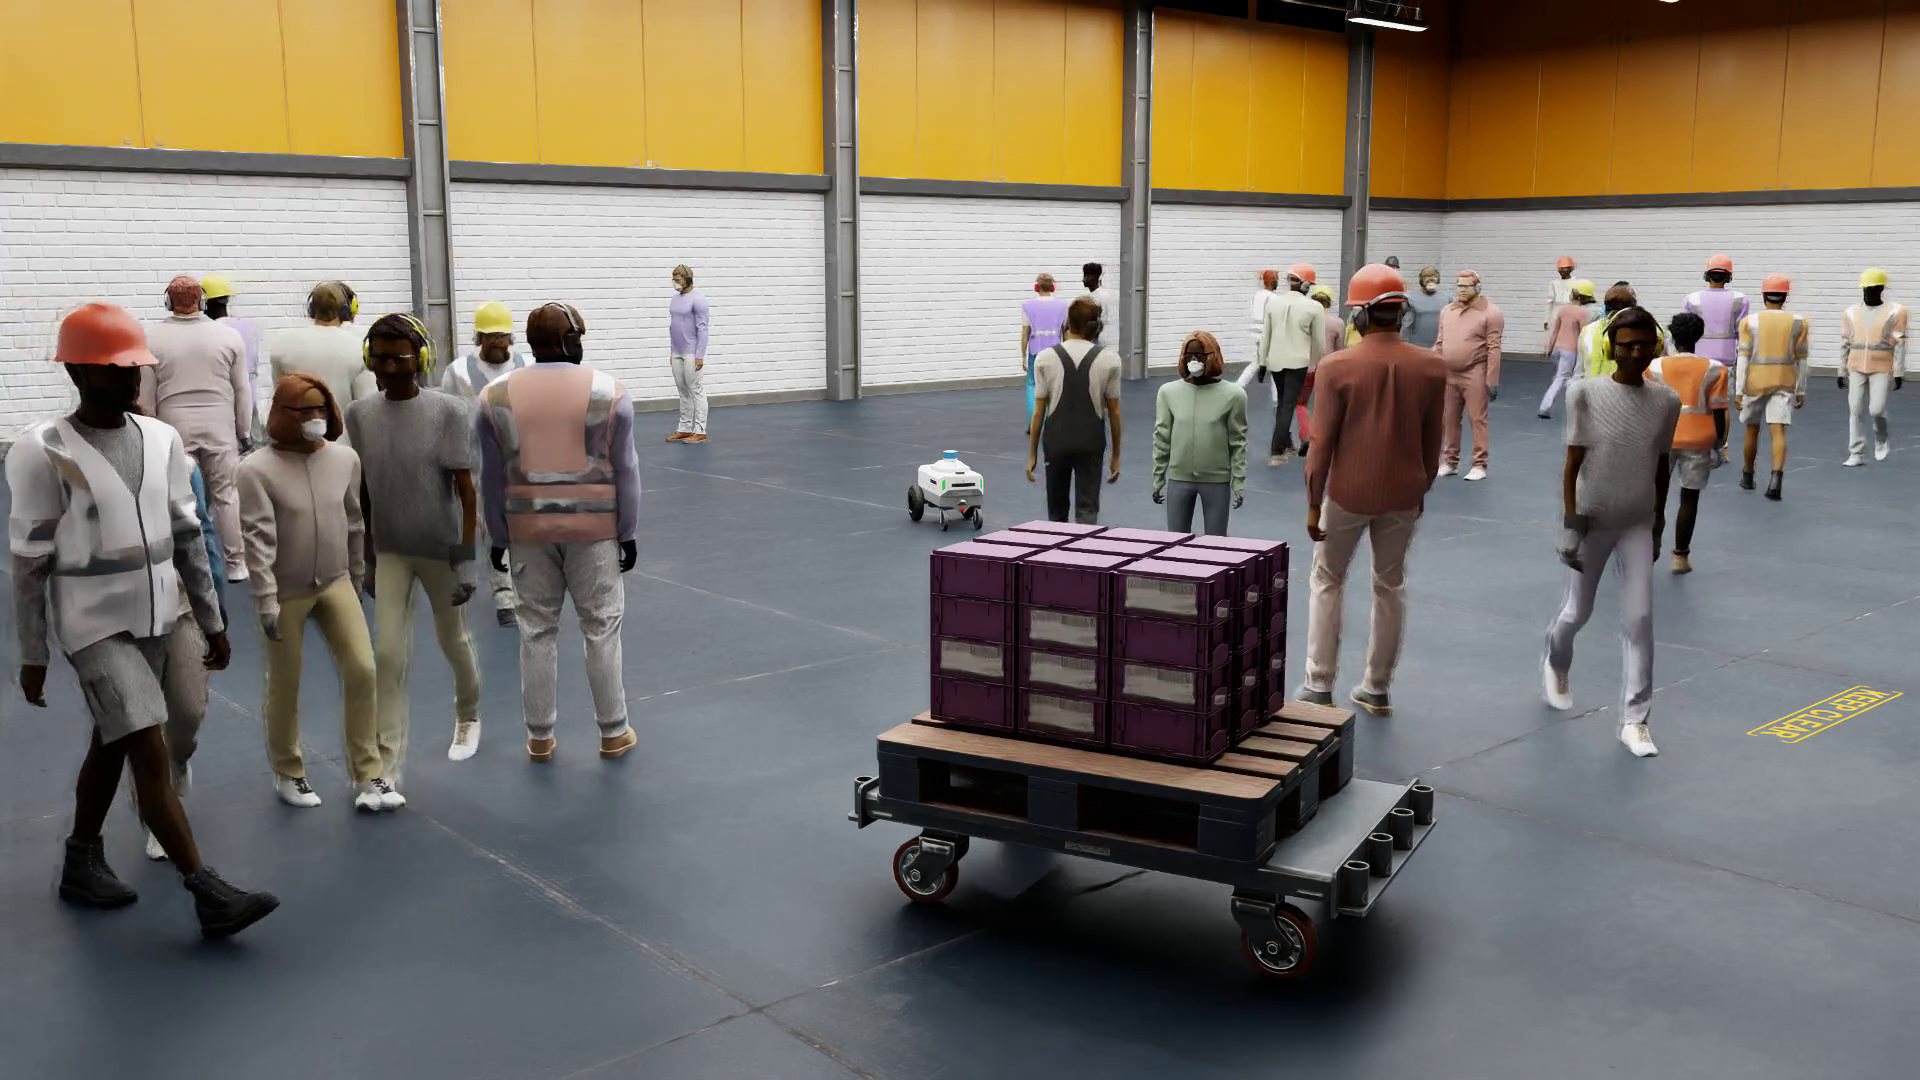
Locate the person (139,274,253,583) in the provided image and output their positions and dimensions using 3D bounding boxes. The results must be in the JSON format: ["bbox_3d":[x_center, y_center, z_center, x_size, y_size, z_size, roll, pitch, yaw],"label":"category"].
[{"bbox_3d":[-4.681,-0.664,10.211,0.641,1.913,0.407,-5,11,-26],"label":"person"}]

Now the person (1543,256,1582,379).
[{"bbox_3d":[9.864,-3.635,27.272,0.804,2.016,0.650,-9,13,-42],"label":"person"}]

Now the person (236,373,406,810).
[{"bbox_3d":[-2.309,0.211,5.973,0.678,1.610,0.513,9,13,41],"label":"person"}]

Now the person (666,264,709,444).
[{"bbox_3d":[-2.952,-2.008,18.010,0.373,1.935,0.628,-9,13,-42],"label":"person"}]

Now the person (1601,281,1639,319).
[{"bbox_3d":[8.920,-2.648,22.459,0.557,1.691,0.373,0,10,-1],"label":"person"}]

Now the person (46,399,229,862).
[{"bbox_3d":[-2.801,0.253,5.667,0.546,1.618,0.550,-6,11,-30],"label":"person"}]

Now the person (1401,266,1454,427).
[{"bbox_3d":[5.490,-2.262,19.599,0.652,1.905,0.534,0,10,0],"label":"person"}]

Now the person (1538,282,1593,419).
[{"bbox_3d":[7.571,-2.354,20.713,0.894,1.701,0.591,-3,10,-18],"label":"person"}]

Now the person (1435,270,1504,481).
[{"bbox_3d":[4.586,-1.492,15.087,0.402,1.904,0.668,-8,12,-39],"label":"person"}]

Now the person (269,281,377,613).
[{"bbox_3d":[-3.655,-0.544,9.616,0.629,1.893,1.045,-2,10,-9],"label":"person"}]

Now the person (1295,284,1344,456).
[{"bbox_3d":[3.561,-1.674,16.604,0.532,1.746,0.380,0,10,0],"label":"person"}]

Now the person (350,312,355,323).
[{"bbox_3d":[-5.489,-1.328,14.887,0.309,1.641,0.523,8,12,38],"label":"person"}]

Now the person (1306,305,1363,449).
[{"bbox_3d":[3.947,-1.659,16.397,0.989,1.782,0.637,-4,10,-22],"label":"person"}]

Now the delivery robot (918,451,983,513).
[{"bbox_3d":[-0.073,-0.431,12.531,0.477,0.478,0.707,-3,10,-16],"label":"delivery robot"}]

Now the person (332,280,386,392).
[{"bbox_3d":[-4.212,-0.855,11.509,0.560,1.847,0.429,-3,10,-16],"label":"person"}]

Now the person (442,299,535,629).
[{"bbox_3d":[-2.579,-0.451,9.329,0.615,1.801,0.826,-5,11,-25],"label":"person"}]

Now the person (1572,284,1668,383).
[{"bbox_3d":[4.641,-0.892,11.793,0.648,1.823,0.435,7,12,37],"label":"person"}]

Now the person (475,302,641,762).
[{"bbox_3d":[-1.589,-0.023,6.669,0.624,1.841,0.430,-1,10,-4],"label":"person"}]

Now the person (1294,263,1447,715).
[{"bbox_3d":[1.795,-0.198,7.252,0.638,1.990,0.439,-1,10,-8],"label":"person"}]

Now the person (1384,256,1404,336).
[{"bbox_3d":[7.805,-4.137,30.161,0.536,2.000,0.676,-8,12,-38],"label":"person"}]

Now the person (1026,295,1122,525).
[{"bbox_3d":[0.653,-0.498,9.554,0.552,1.811,0.845,1,10,5],"label":"person"}]

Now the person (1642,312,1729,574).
[{"bbox_3d":[4.546,-0.599,10.520,0.553,1.678,0.537,6,11,30],"label":"person"}]

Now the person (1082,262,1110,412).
[{"bbox_3d":[1.697,-2.481,20.716,0.449,1.953,0.608,-1,10,-5],"label":"person"}]

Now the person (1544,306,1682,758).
[{"bbox_3d":[2.758,-0.081,7.059,0.505,1.834,0.916,1,10,5],"label":"person"}]

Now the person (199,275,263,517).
[{"bbox_3d":[-5.477,-1.025,12.417,0.981,1.872,0.611,5,11,28],"label":"person"}]

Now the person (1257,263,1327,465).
[{"bbox_3d":[3.294,-1.722,16.285,0.616,1.944,0.937,8,13,39],"label":"person"}]

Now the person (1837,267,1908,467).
[{"bbox_3d":[8.743,-1.650,15.966,0.495,1.913,0.602,-9,13,-41],"label":"person"}]

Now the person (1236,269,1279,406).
[{"bbox_3d":[4.032,-2.696,22.304,0.871,1.855,0.574,-5,11,-26],"label":"person"}]

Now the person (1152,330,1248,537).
[{"bbox_3d":[1.275,-0.300,8.886,0.505,1.632,0.269,4,10,20],"label":"person"}]

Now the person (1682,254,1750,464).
[{"bbox_3d":[7.323,-1.754,16.202,0.608,2.044,0.378,3,10,18],"label":"person"}]

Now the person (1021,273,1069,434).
[{"bbox_3d":[0.951,-2.078,18.720,0.569,1.825,0.562,-1,10,-6],"label":"person"}]

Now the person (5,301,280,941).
[{"bbox_3d":[-2.450,0.243,4.963,0.975,1.882,0.565,4,10,22],"label":"person"}]

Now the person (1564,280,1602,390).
[{"bbox_3d":[7.755,-2.375,20.759,0.505,1.729,0.469,-1,10,-5],"label":"person"}]

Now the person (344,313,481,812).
[{"bbox_3d":[-2.066,0.045,6.379,0.545,1.821,0.985,0,10,0],"label":"person"}]

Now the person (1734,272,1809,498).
[{"bbox_3d":[6.871,-1.315,14.092,0.563,1.895,0.992,3,10,17],"label":"person"}]
